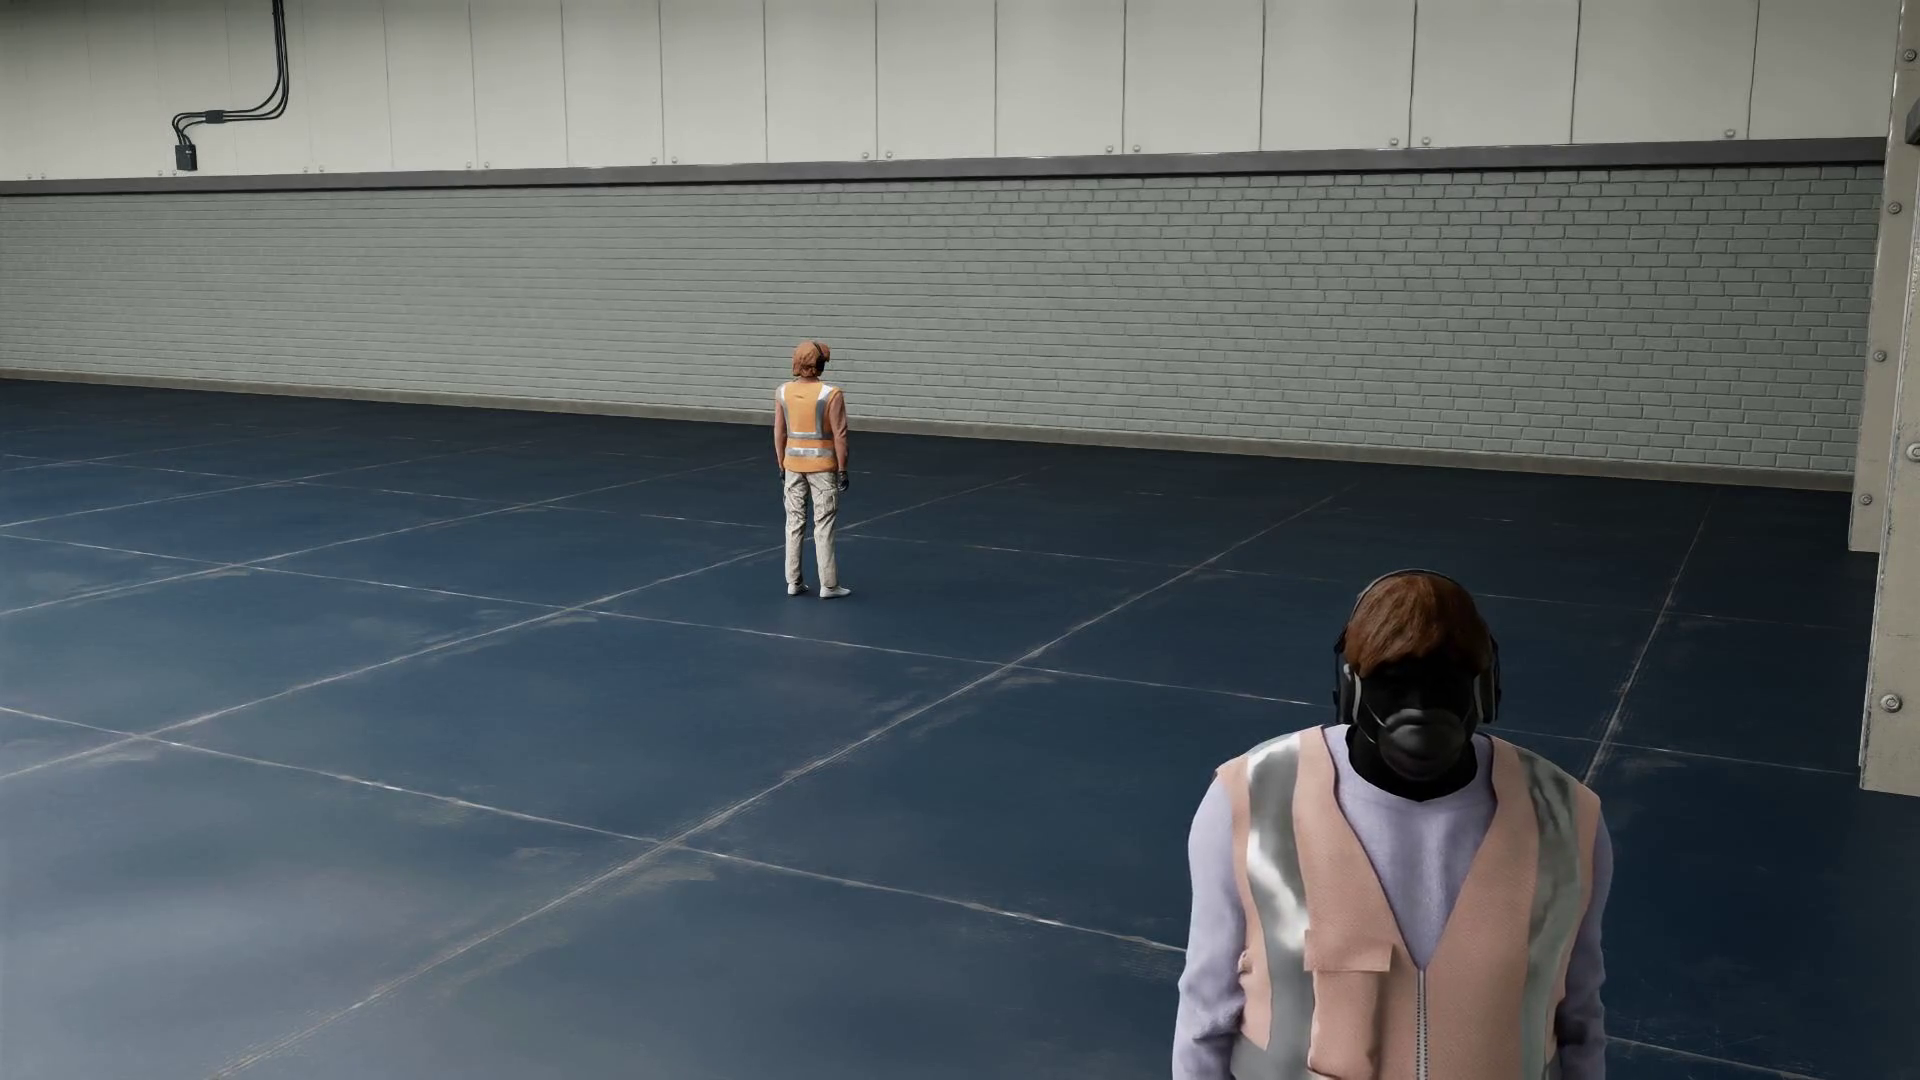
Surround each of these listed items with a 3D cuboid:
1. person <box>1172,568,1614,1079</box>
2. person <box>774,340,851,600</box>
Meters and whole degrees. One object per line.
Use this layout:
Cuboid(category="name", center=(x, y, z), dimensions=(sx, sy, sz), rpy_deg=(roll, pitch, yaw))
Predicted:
Cuboid(category="person", center=(0.619, 0.948, 2.416), dimensions=(0.621, 1.845, 0.429), rpy_deg=(1, 10, 4))
Cuboid(category="person", center=(-0.935, -0.437, 10.523), dimensions=(0.522, 1.639, 0.306), rpy_deg=(5, 12, 26))
